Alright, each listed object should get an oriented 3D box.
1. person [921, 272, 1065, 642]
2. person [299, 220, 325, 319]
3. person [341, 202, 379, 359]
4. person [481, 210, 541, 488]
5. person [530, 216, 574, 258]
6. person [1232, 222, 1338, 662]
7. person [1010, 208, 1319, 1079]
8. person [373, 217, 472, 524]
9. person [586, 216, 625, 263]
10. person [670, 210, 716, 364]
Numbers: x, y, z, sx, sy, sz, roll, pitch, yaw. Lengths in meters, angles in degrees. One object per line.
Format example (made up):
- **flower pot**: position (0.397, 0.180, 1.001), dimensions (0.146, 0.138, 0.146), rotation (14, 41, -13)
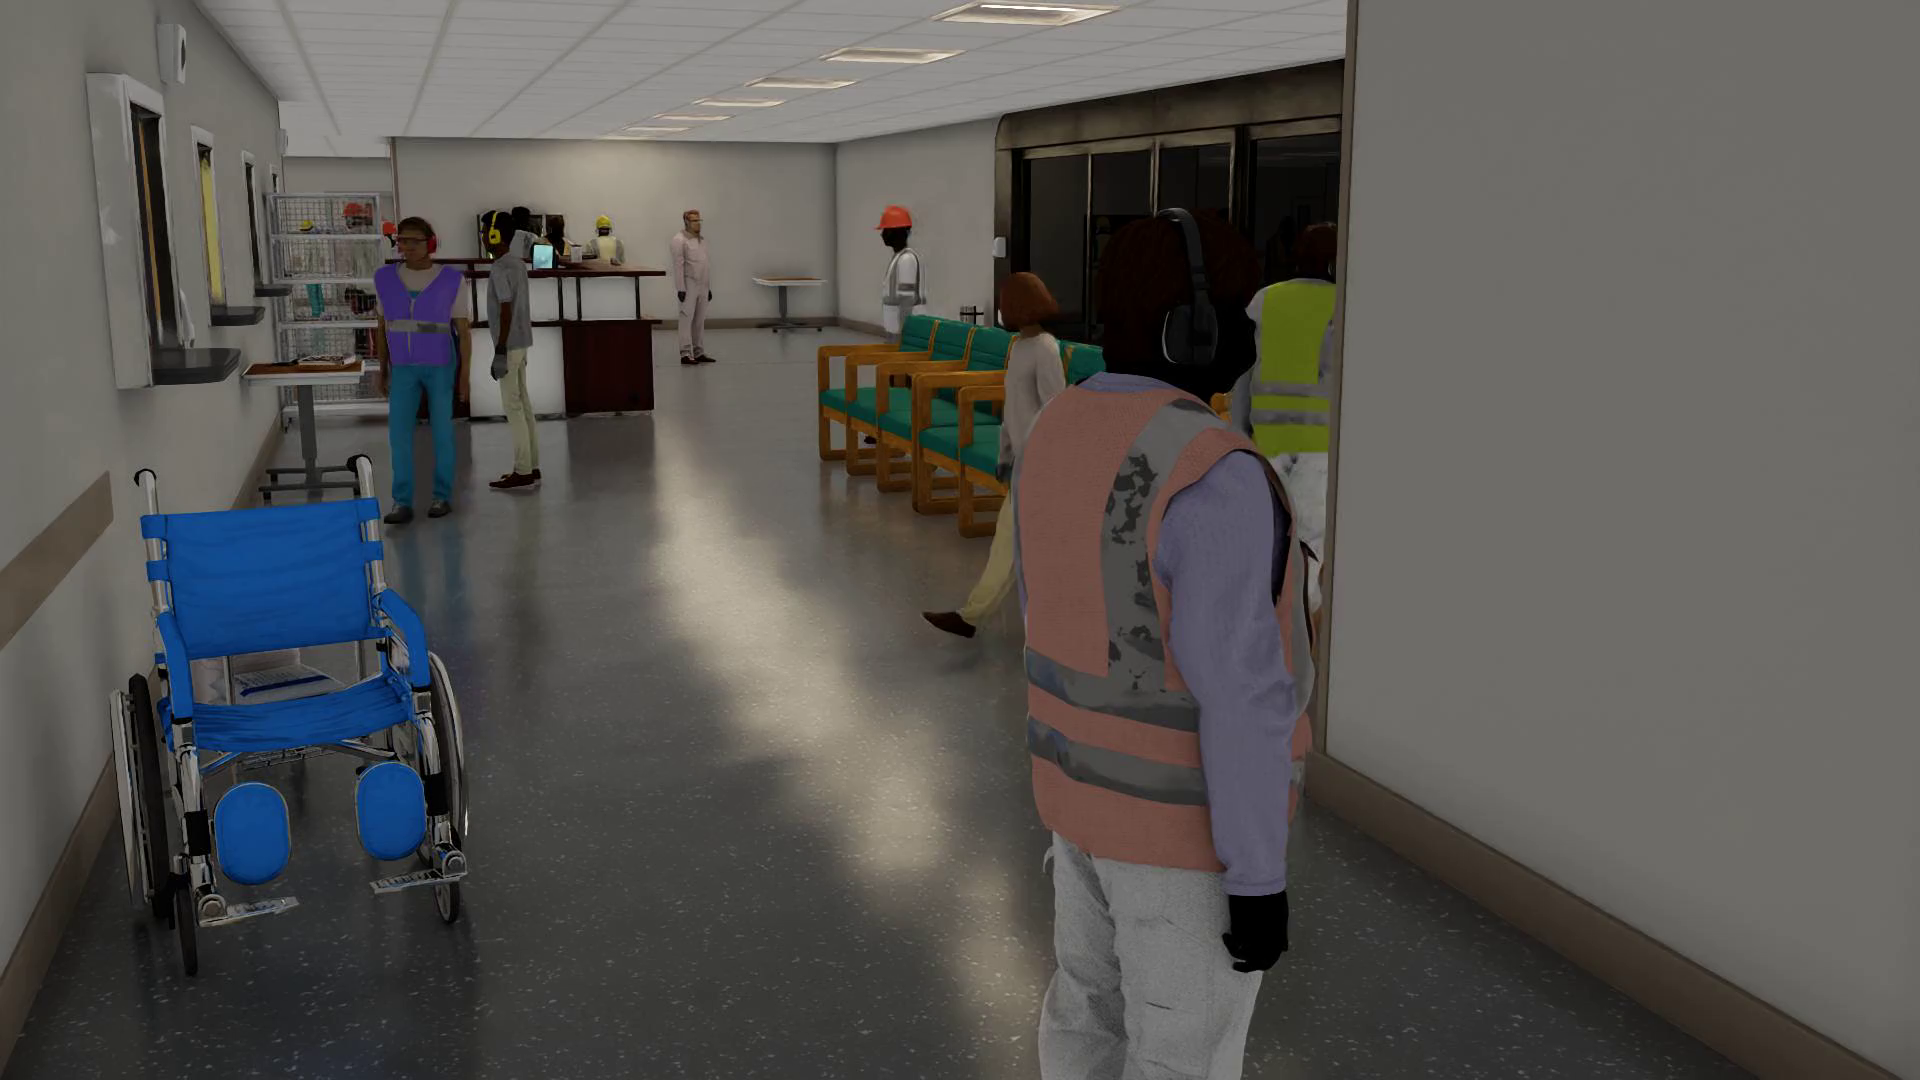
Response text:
- **person**: position (0.219, -0.341, 7.154), dimensions (0.837, 1.582, 0.510), rotation (-2, 11, -12)
- **person**: position (-10.827, -4.441, 27.739), dimensions (0.308, 1.769, 0.525), rotation (1, 11, 5)
- **person**: position (-7.371, -3.132, 20.433), dimensions (0.396, 1.992, 0.623), rotation (3, 11, 15)
- **person**: position (-3.058, -1.282, 11.264), dimensions (0.315, 1.869, 0.526), rotation (0, 11, 2)
- **person**: position (-4.987, -3.075, 20.574), dimensions (0.429, 1.836, 0.632), rotation (10, 15, 42)
- **person**: position (1.516, -0.407, 6.955), dimensions (0.638, 1.799, 0.914), rotation (9, 14, 38)
- **person**: position (0.321, 0.425, 2.579), dimensions (0.429, 1.844, 0.626), rotation (-5, 12, -24)
- **person**: position (-3.234, -0.999, 9.922), dimensions (0.608, 1.816, 0.803), rotation (0, 11, -1)
- **person**: position (-5.181, -3.809, 24.322), dimensions (0.589, 1.834, 0.403), rotation (-6, 12, -28)
- **person**: position (-3.313, -3.153, 20.768), dimensions (0.410, 1.909, 0.643), rotation (6, 12, 27)
